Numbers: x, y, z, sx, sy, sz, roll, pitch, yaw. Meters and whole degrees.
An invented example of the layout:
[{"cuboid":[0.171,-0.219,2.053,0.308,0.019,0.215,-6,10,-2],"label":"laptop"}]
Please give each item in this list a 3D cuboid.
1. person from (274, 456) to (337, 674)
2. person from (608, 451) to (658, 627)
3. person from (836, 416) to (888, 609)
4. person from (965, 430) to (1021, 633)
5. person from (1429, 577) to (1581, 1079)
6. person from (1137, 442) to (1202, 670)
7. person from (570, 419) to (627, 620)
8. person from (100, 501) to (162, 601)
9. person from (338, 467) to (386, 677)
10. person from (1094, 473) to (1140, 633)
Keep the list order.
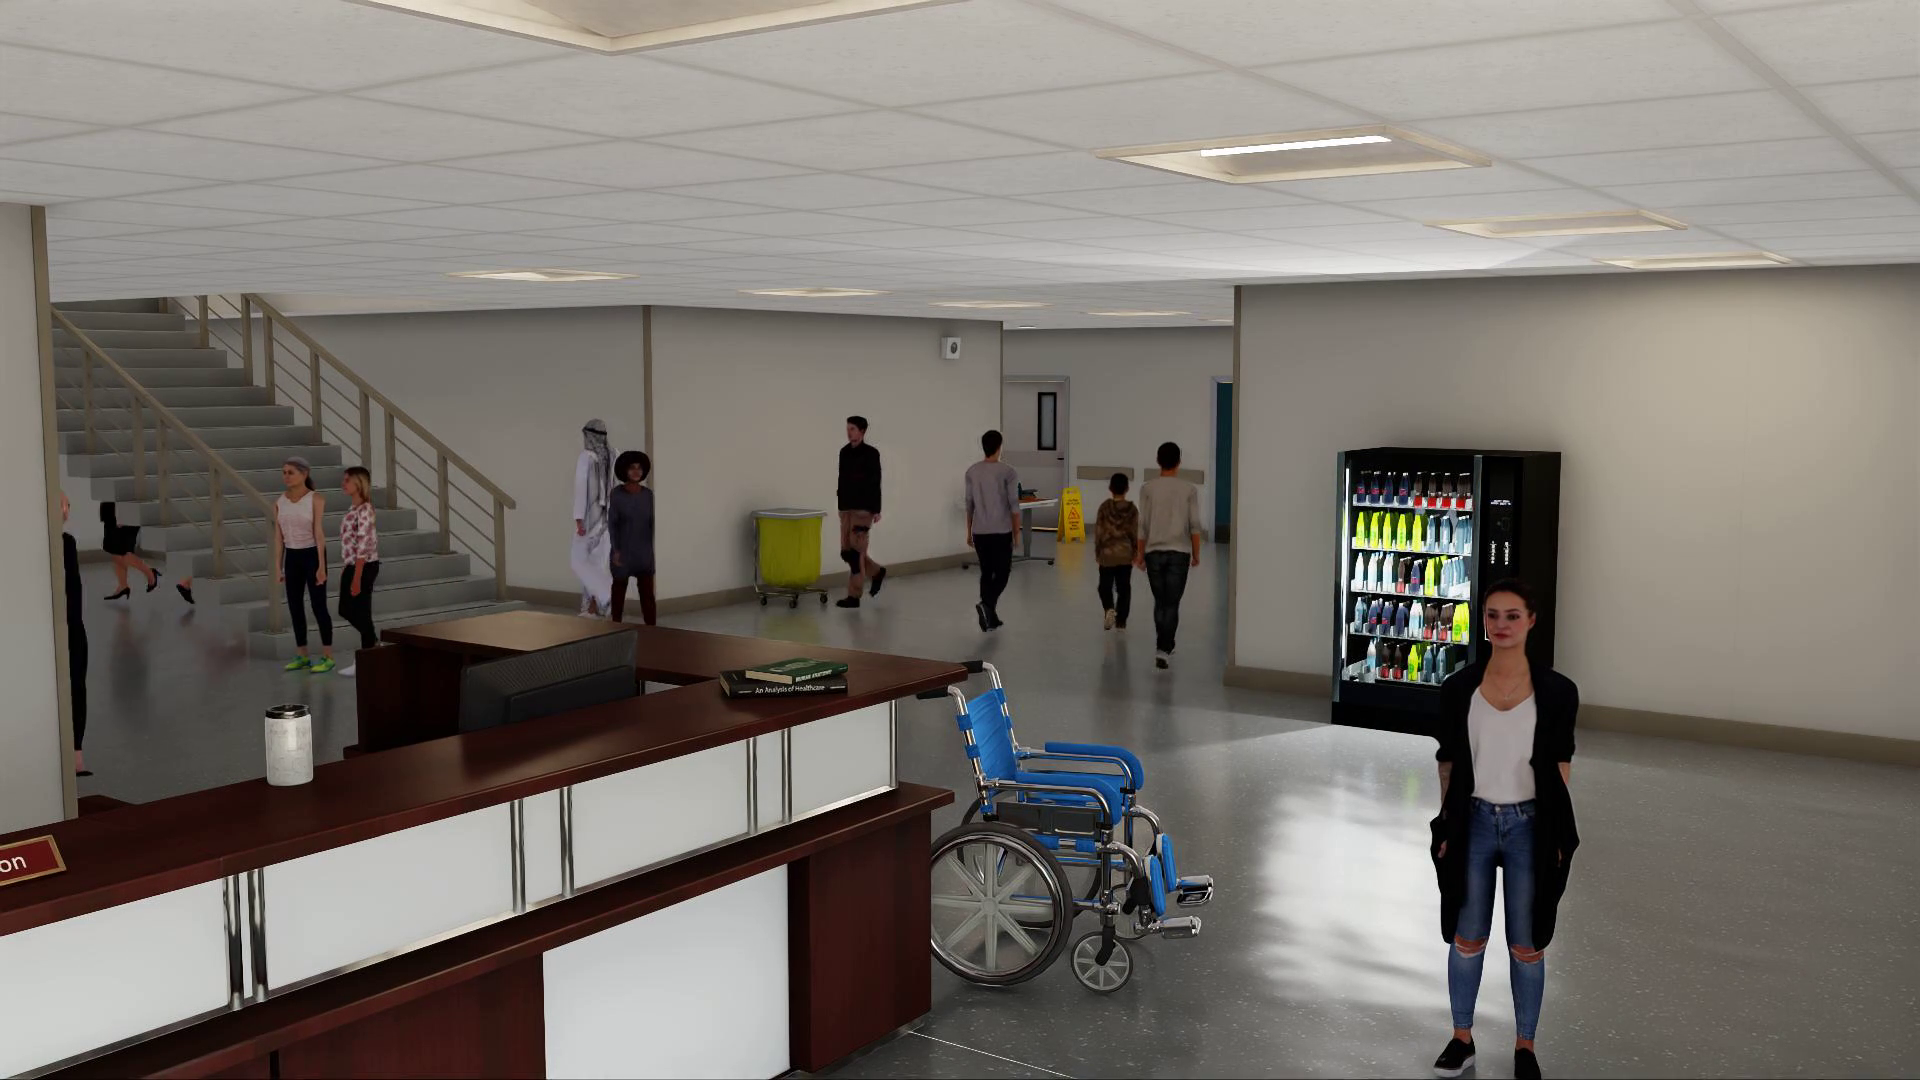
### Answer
[{"cuboid":[-5.153,0.188,13.102,0.586,1.698,0.732,1,6,14],"label":"person"},{"cuboid":[-2.776,0.126,13.872,0.907,1.667,1.172,-3,7,-28],"label":"person"},{"cuboid":[-0.974,-0.279,16.706,1.002,1.906,0.773,4,7,36],"label":"person"},{"cuboid":[0.249,-0.050,14.845,1.036,1.821,0.872,2,6,23],"label":"person"},{"cuboid":[1.801,0.958,5.520,0.555,1.684,0.729,3,6,24],"label":"person"},{"cuboid":[1.638,0.153,13.086,1.183,1.770,0.961,2,6,15],"label":"person"},{"cuboid":[-3.328,-0.162,15.583,0.876,1.897,0.695,4,7,34],"label":"person"},{"cuboid":[-8.534,-0.192,17.088,0.906,1.656,0.839,-4,7,-32],"label":"person"},{"cuboid":[-4.592,0.241,12.943,0.770,1.624,0.690,-3,7,-30],"label":"person"},{"cuboid":[1.411,0.127,14.959,0.787,1.446,0.830,0,6,1],"label":"person"}]
